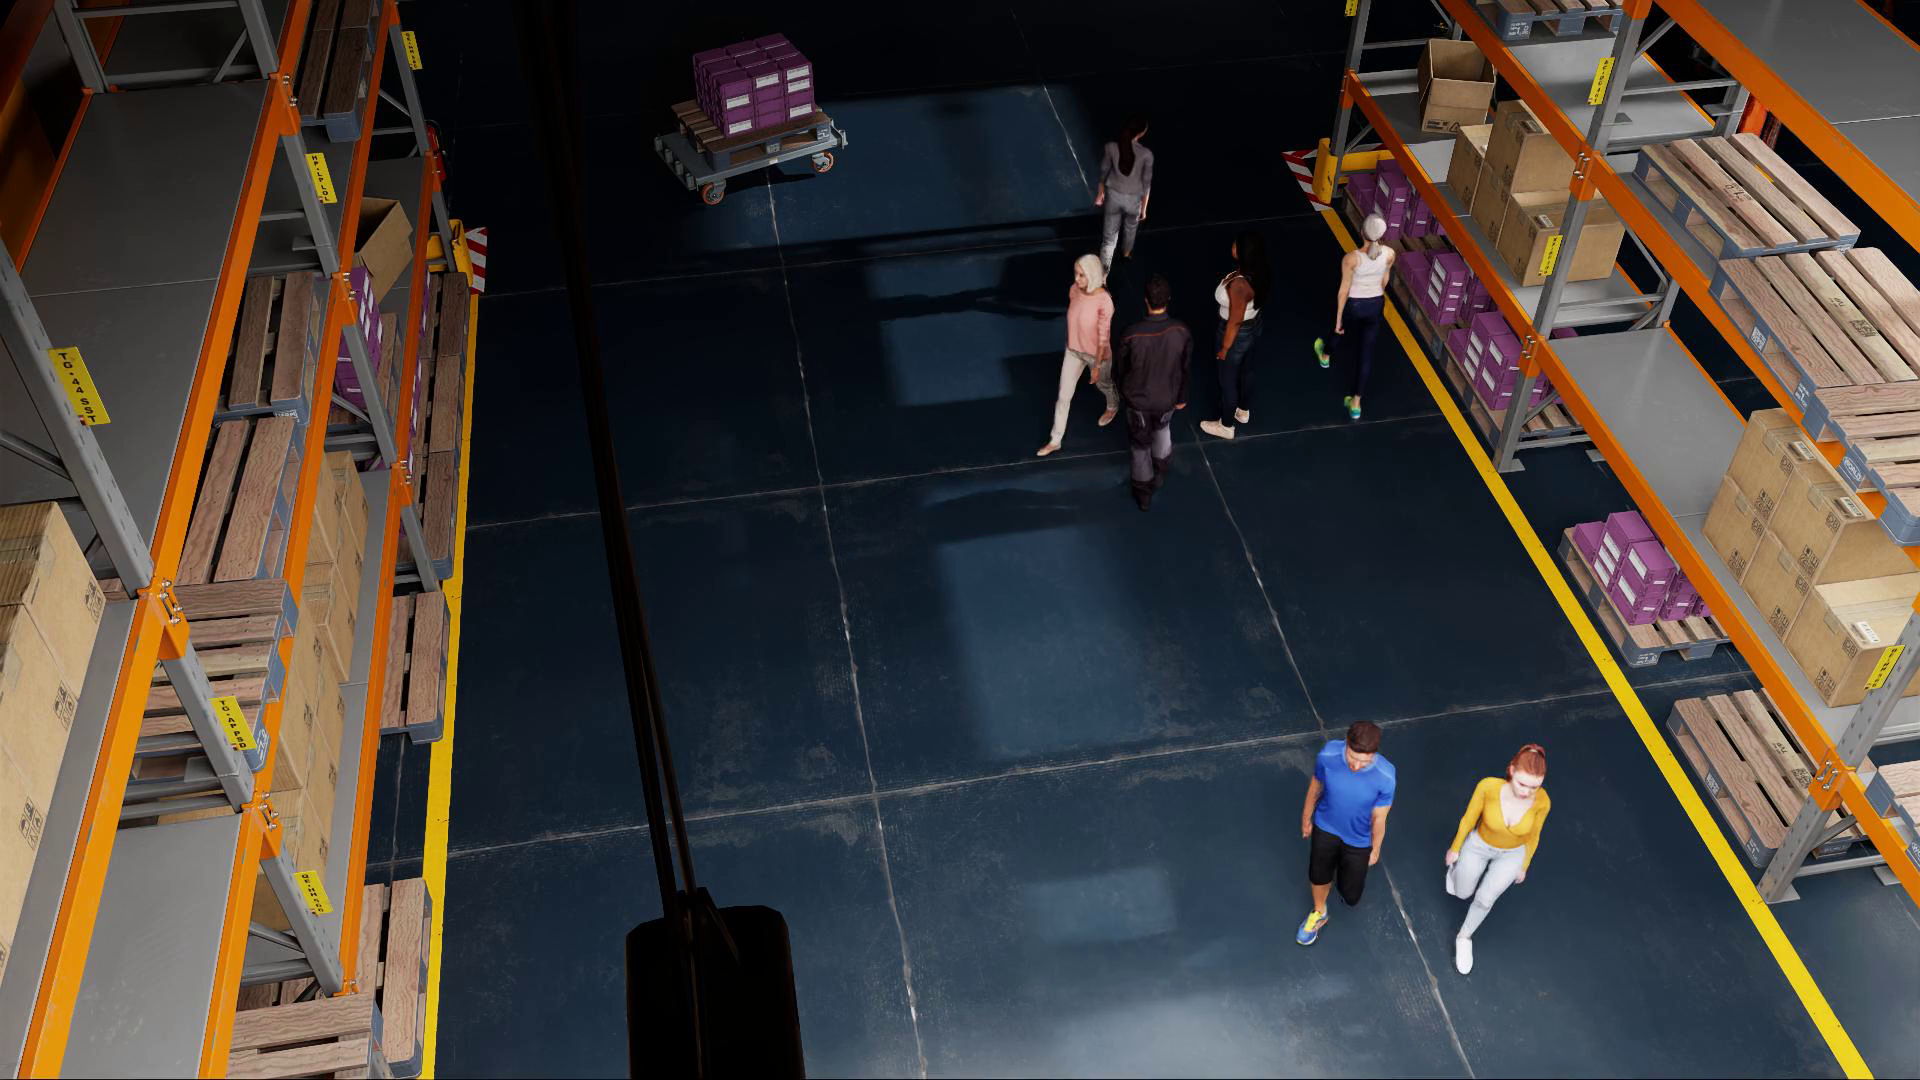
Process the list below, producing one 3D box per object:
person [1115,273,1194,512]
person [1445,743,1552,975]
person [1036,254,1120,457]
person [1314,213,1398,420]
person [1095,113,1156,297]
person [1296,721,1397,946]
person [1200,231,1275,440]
[{"bbox_3d":[1.389,-0.982,11.973,0.680,1.923,0.663,-6,44,-6],"label":"person"},{"bbox_3d":[2.969,1.682,9.315,0.790,1.733,1.004,9,44,10],"label":"person"},{"bbox_3d":[1.041,-1.453,12.642,1.127,1.682,1.113,33,52,29],"label":"person"},{"bbox_3d":[3.136,-1.702,12.921,0.656,1.659,1.147,-3,44,-3],"label":"person"},{"bbox_3d":[1.355,-2.788,14.081,1.001,1.630,1.235,12,45,13],"label":"person"},{"bbox_3d":[2.199,1.562,9.356,0.899,1.850,0.964,23,48,23],"label":"person"},{"bbox_3d":[2.136,-1.568,12.671,0.804,1.809,0.751,28,50,26],"label":"person"}]
